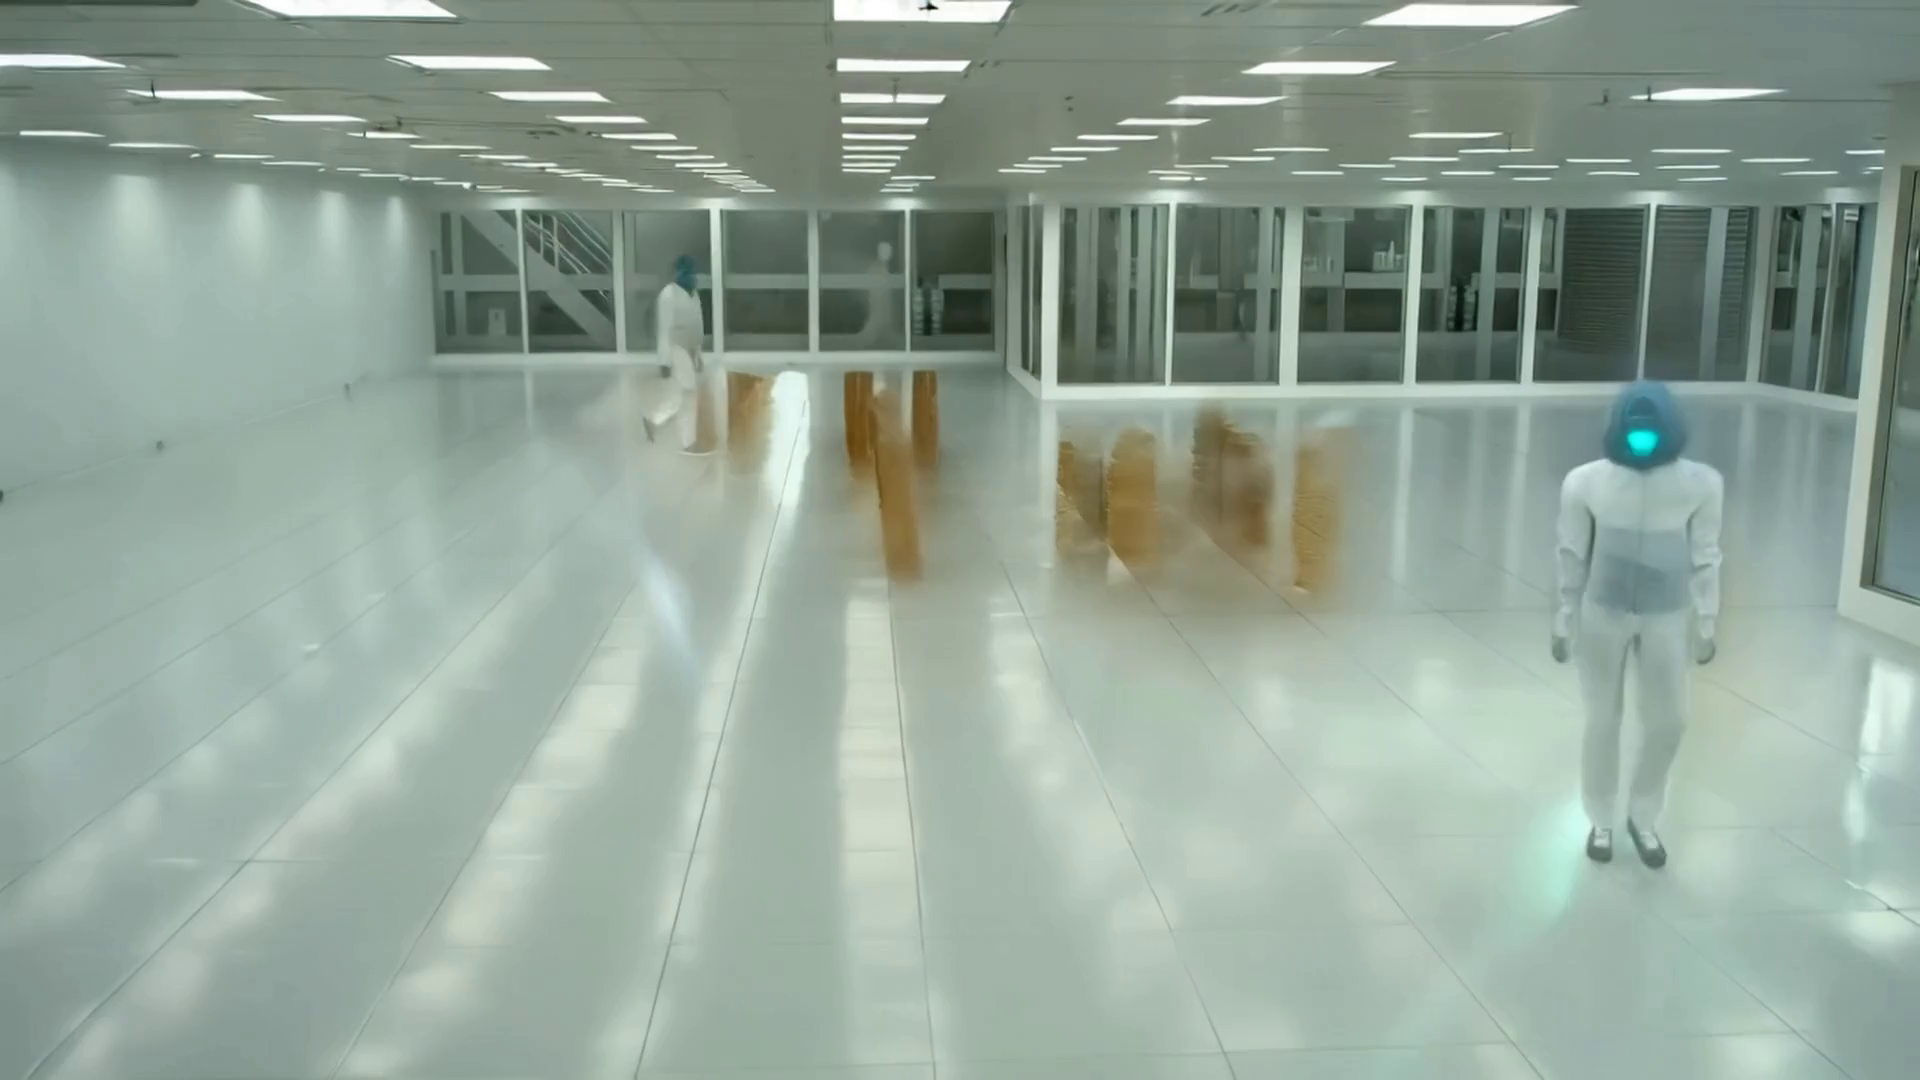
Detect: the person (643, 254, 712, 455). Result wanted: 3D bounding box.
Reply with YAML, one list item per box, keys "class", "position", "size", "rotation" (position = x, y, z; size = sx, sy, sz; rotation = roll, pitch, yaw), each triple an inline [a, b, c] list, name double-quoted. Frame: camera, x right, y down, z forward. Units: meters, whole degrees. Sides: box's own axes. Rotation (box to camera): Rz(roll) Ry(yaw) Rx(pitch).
- class: "person"
  position: [-2.682, -1.743, 15.658]
  size: [0.658, 1.878, 0.634]
  rotation: [3, 11, 14]

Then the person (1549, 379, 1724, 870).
- class: "person"
  position: [2.187, 0.289, 5.410]
  size: [0.521, 1.616, 0.435]
  rotation: [3, 11, 18]
